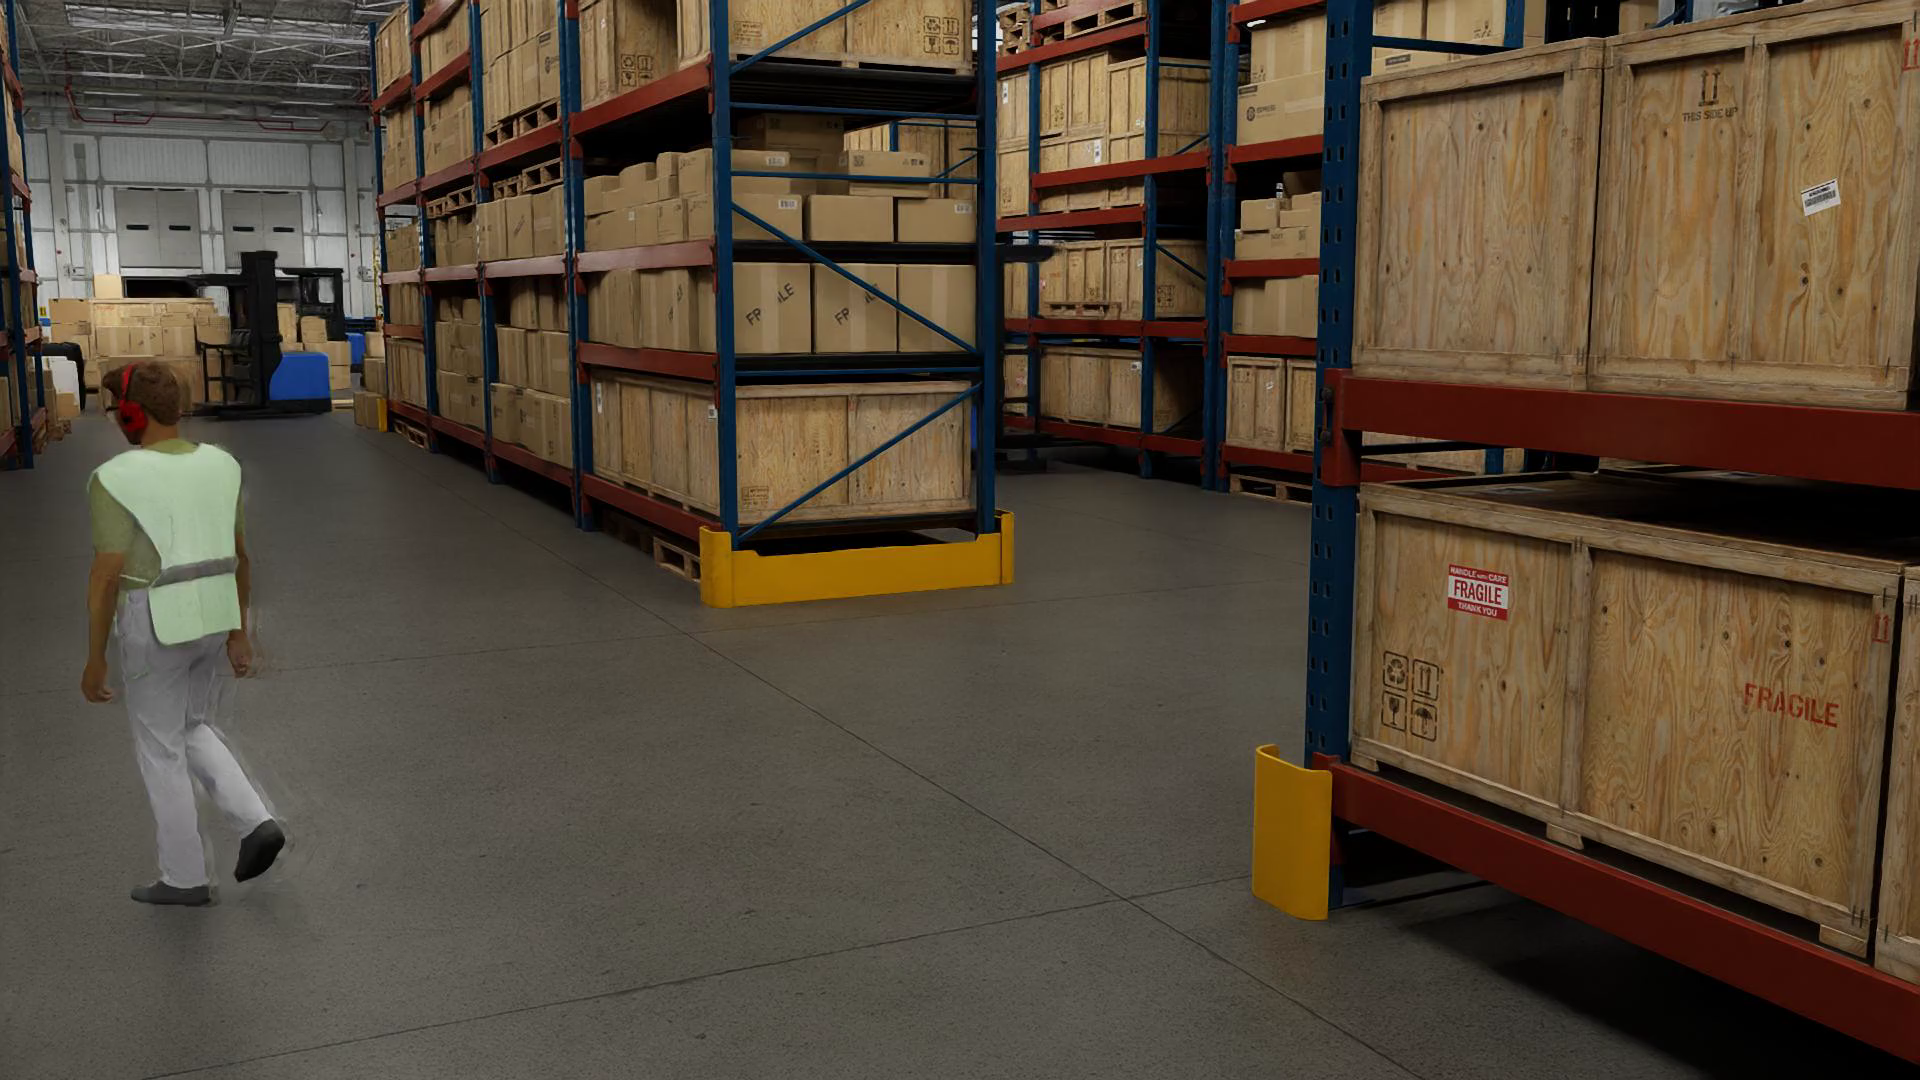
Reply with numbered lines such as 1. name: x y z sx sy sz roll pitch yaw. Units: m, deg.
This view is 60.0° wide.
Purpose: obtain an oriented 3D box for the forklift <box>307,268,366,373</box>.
1. forklift: -16.494 -5.699 43.384 1.129 2.768 1.873 2 9 15

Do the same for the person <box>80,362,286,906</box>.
1. person: -2.577 0.326 5.478 0.458 1.820 0.560 3 9 18

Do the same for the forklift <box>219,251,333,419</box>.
1. forklift: -11.843 -3.509 28.288 1.873 2.768 1.129 -7 11 -39

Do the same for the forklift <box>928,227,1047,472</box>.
1. forklift: -0.079 -2.181 19.130 1.873 2.768 1.129 -4 9 -26
